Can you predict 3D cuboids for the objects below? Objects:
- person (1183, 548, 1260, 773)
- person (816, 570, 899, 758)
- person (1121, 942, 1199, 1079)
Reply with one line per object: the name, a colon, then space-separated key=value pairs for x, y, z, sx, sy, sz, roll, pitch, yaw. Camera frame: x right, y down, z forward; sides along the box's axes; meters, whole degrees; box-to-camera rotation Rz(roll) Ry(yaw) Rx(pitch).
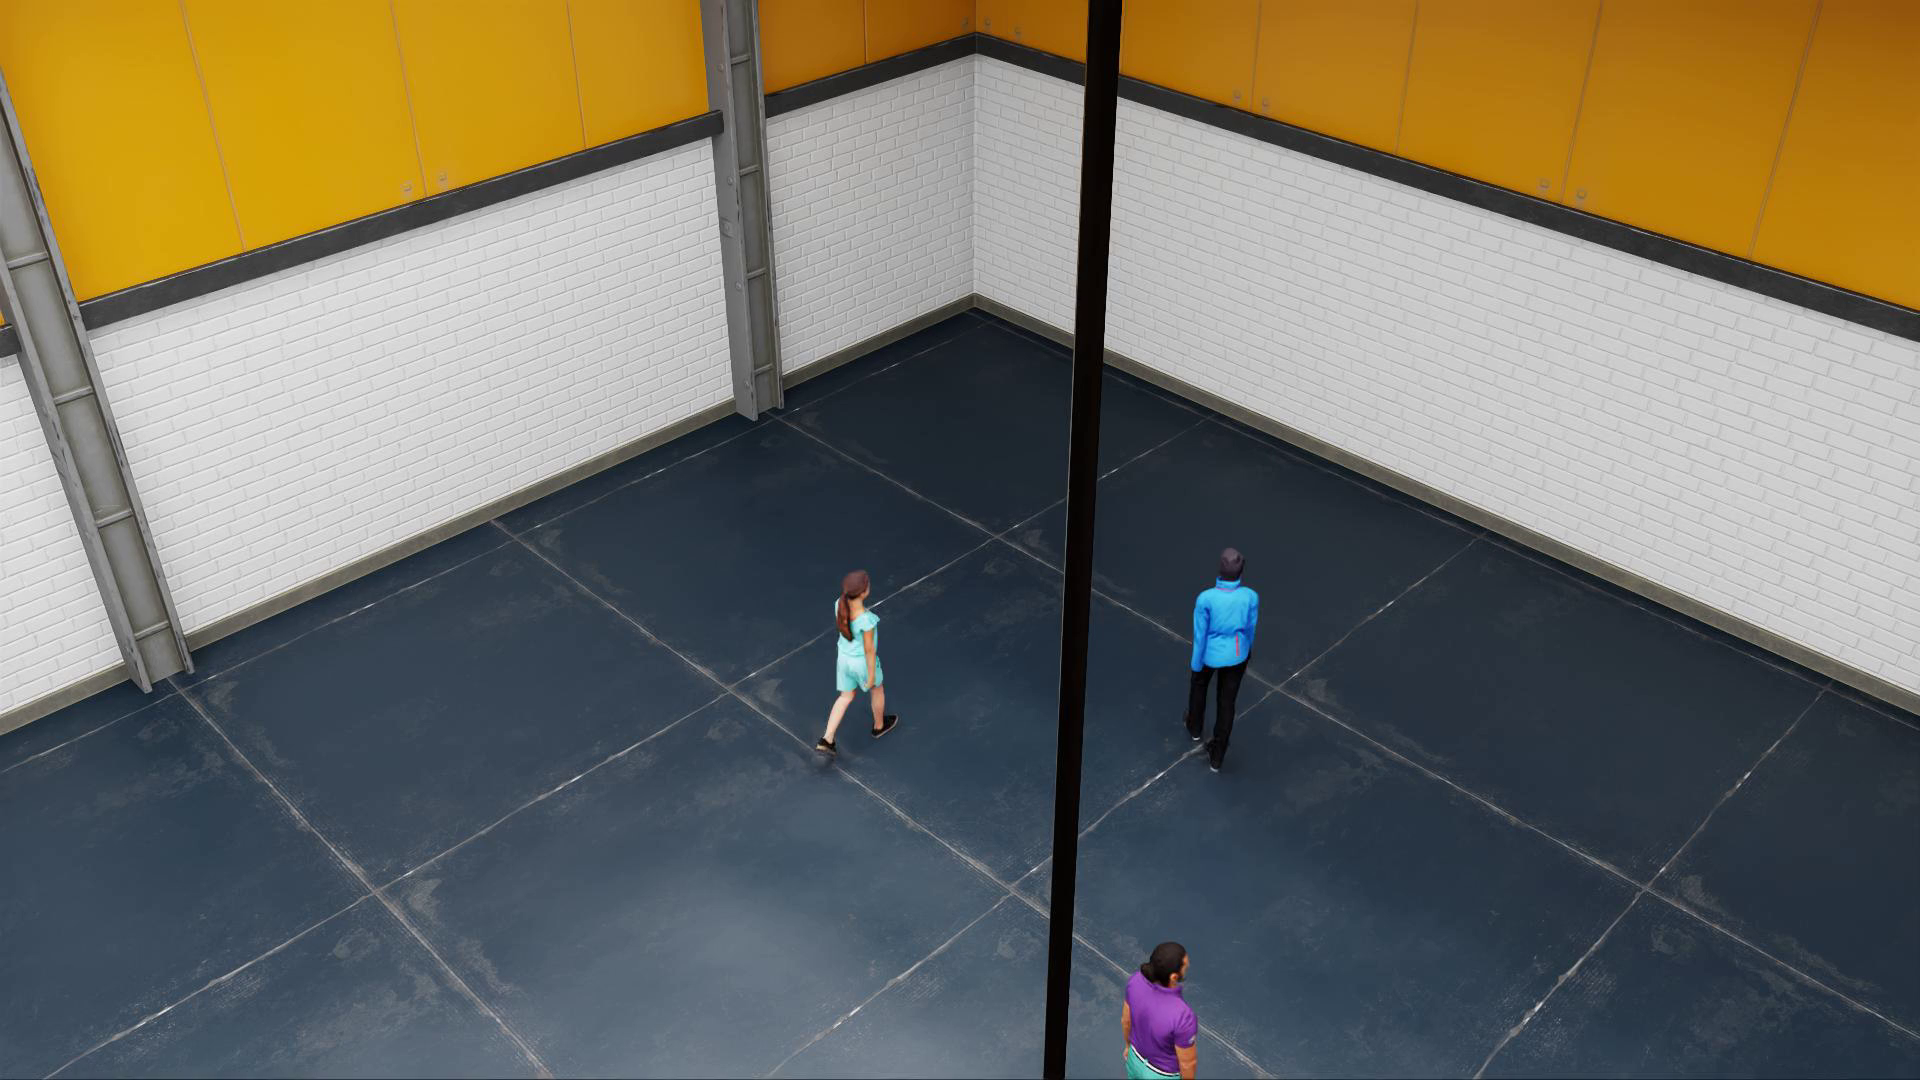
person: x=1.841 y=0.880 z=11.630 sx=0.913 sy=1.775 sz=0.969 roll=0 pitch=34 yaw=-1
person: x=-0.782 y=0.890 z=11.831 sx=0.637 sy=1.536 sz=1.022 roll=23 pitch=40 yaw=30
person: x=1.037 y=2.783 z=8.775 sx=0.541 sy=1.767 sz=0.637 roll=-26 pitch=41 yaw=-33
